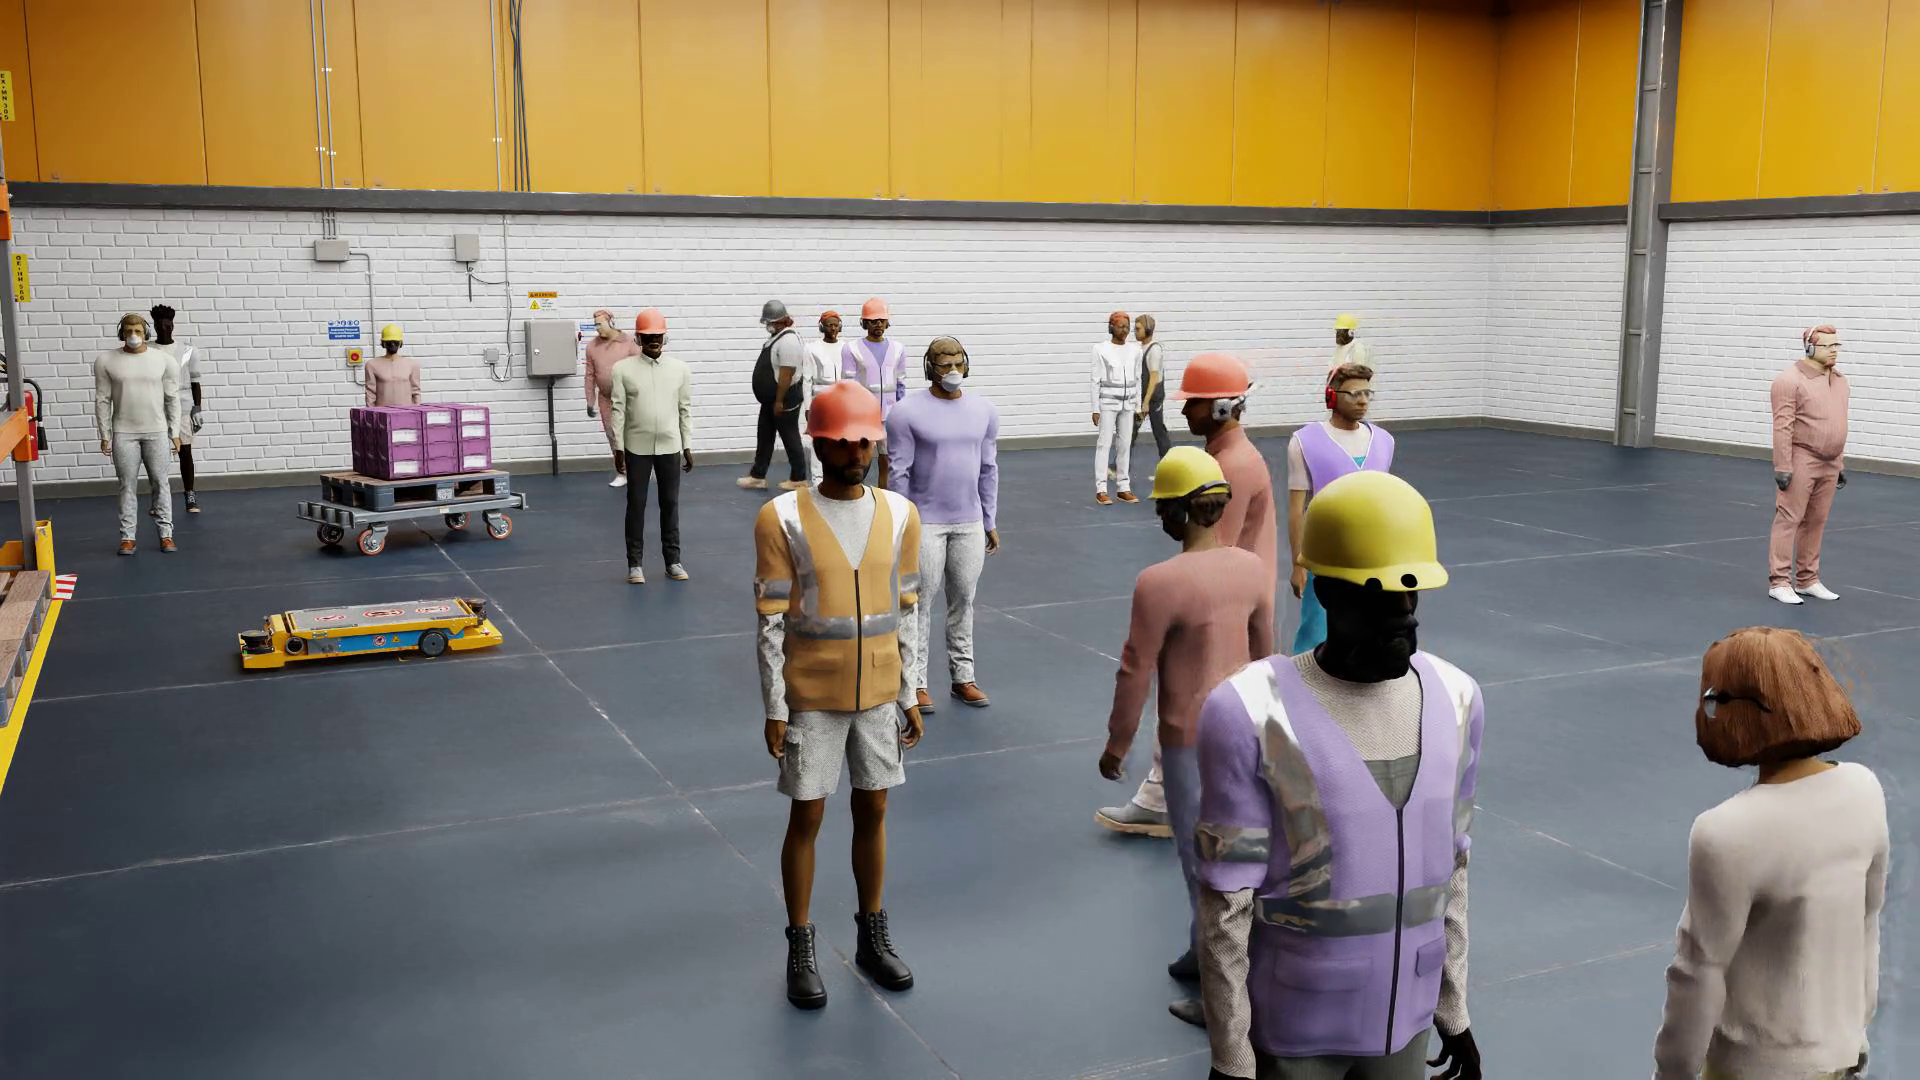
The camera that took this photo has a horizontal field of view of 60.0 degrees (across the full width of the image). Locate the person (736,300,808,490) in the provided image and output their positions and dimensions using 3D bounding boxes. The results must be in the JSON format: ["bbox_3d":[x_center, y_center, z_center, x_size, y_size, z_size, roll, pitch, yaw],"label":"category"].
[{"bbox_3d":[-1.962,-1.514,17.175,0.842,2.000,0.755,-3,10,-17],"label":"person"}]

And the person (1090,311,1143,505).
[{"bbox_3d":[1.534,-1.287,16.258,0.576,1.883,0.352,-4,10,-25],"label":"person"}]

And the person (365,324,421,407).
[{"bbox_3d":[-5.468,-1.201,16.084,0.525,1.770,0.306,-4,10,-25],"label":"person"}]

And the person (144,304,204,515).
[{"bbox_3d":[-7.411,-1.219,15.575,0.606,1.967,0.367,-4,10,-25],"label":"person"}]

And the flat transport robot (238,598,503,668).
[{"bbox_3d":[-3.517,0.539,9.916,1.431,0.197,0.652,-4,10,-25],"label":"flat transport robot"}]

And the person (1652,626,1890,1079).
[{"bbox_3d":[1.494,0.958,3.129,0.513,1.616,0.343,-5,10,-29],"label":"person"}]

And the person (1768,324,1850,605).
[{"bbox_3d":[5.849,-0.518,11.415,0.643,1.909,0.410,-4,10,-25],"label":"person"}]

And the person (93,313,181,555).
[{"bbox_3d":[-6.593,-0.851,13.382,0.632,1.940,0.372,-4,10,-25],"label":"person"}]

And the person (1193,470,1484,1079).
[{"bbox_3d":[0.689,0.832,2.973,0.587,1.928,0.363,-4,10,-25],"label":"person"}]

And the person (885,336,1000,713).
[{"bbox_3d":[-0.075,-0.082,8.609,0.632,1.940,0.372,-4,10,-25],"label":"person"}]

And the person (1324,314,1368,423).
[{"bbox_3d":[4.395,-1.683,19.045,0.941,1.781,0.608,-4,10,-22],"label":"person"}]

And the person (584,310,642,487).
[{"bbox_3d":[-3.617,-1.479,17.488,0.675,1.874,0.462,3,10,17],"label":"person"}]

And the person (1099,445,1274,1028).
[{"bbox_3d":[0.706,0.592,5.035,0.545,1.738,0.594,-8,12,-41],"label":"person"}]

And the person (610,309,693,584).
[{"bbox_3d":[-2.243,-0.683,12.163,0.612,1.995,0.376,-4,10,-25],"label":"person"}]

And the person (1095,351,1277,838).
[{"bbox_3d":[0.902,0.264,6.421,0.892,1.956,0.612,0,9,0],"label":"person"}]

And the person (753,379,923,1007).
[{"bbox_3d":[-0.360,0.470,5.182,0.545,1.941,0.351,-4,10,-25],"label":"person"}]

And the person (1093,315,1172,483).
[{"bbox_3d":[1.903,-1.482,17.715,0.937,1.798,0.540,-3,10,-19],"label":"person"}]

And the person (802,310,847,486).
[{"bbox_3d":[-1.291,-1.346,16.626,0.576,1.884,0.355,-4,10,-25],"label":"person"}]

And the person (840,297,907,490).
[{"bbox_3d":[-0.732,-1.082,14.491,0.608,2.044,0.370,-4,10,-25],"label":"person"}]

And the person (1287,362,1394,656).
[{"bbox_3d":[1.783,0.085,7.850,0.567,1.848,0.389,-4,10,-25],"label":"person"}]
